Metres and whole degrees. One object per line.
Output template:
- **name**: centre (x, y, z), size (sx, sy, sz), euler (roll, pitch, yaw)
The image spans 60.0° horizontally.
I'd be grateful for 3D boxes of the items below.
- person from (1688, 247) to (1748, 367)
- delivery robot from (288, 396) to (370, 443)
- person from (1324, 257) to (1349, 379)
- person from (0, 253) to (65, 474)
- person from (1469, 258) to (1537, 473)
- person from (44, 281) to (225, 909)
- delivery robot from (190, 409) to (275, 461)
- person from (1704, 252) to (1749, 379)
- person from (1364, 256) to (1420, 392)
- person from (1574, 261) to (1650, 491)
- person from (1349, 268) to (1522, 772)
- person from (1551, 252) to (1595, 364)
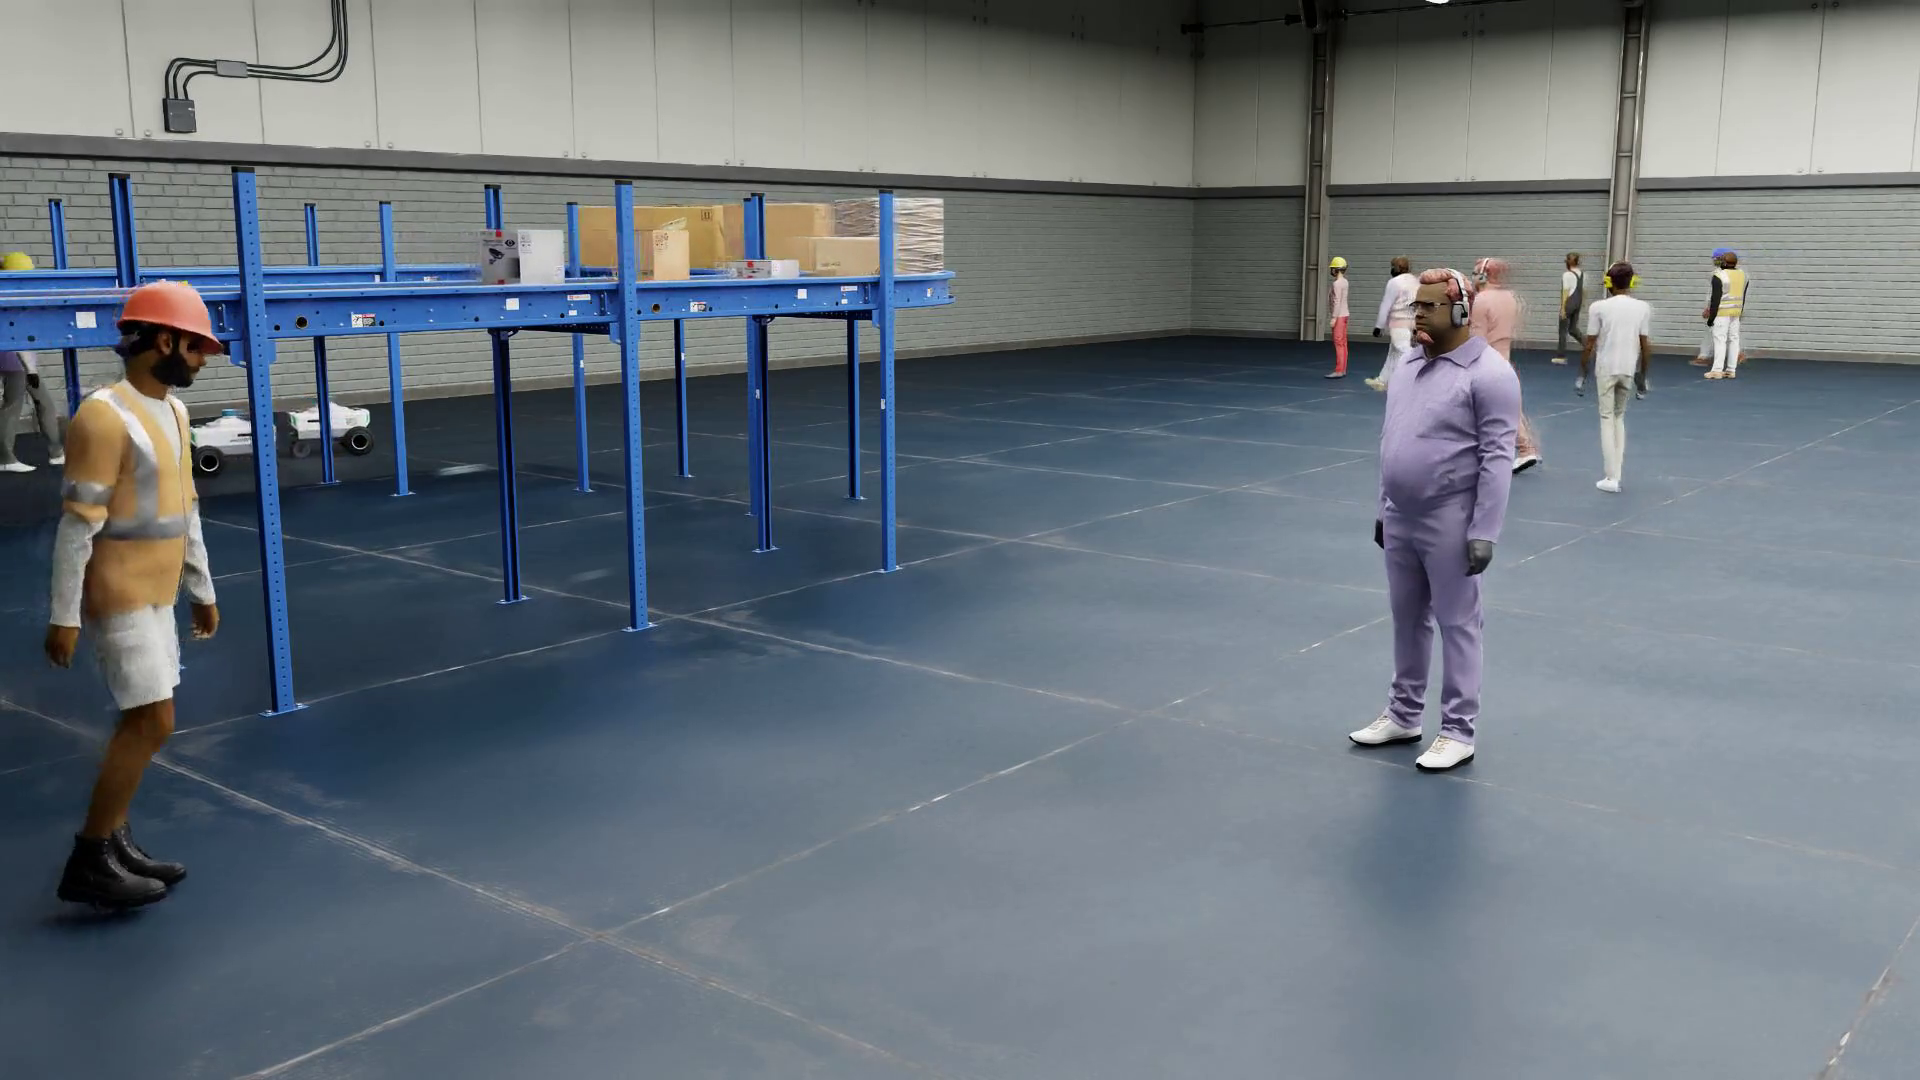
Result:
- **person**: centre (12.162, -3.713, 26.532), size (0.868, 1.918, 0.607), euler (7, 13, 35)
- **delivery robot**: centre (-5.998, -1.124, 15.803), size (0.707, 0.478, 0.477), euler (-5, 12, -28)
- **person**: centre (5.546, -3.263, 24.439), size (0.321, 1.769, 0.523), euler (5, 12, 27)
- **person**: centre (-8.058, -1.535, 14.481), size (0.828, 1.892, 0.622), euler (-4, 11, -23)
- **person**: centre (4.640, -1.526, 14.545), size (0.663, 1.867, 0.981), euler (-8, 13, -39)
- **person**: centre (-2.499, 0.163, 5.100), size (0.535, 1.890, 0.579), euler (-1, 10, -5)
- **delivery robot**: centre (-6.397, -0.901, 14.568), size (0.707, 0.478, 0.477), euler (-7, 13, -35)
- **person**: centre (11.240, -3.301, 24.443), size (0.623, 1.845, 0.430), euler (-4, 11, -21)
- **person**: centre (5.665, -2.786, 21.699), size (0.932, 1.793, 0.639), euler (9, 14, 42)
- **person**: centre (5.293, -1.342, 13.590), size (0.516, 1.849, 0.641), euler (-1, 10, -6)
- **person**: centre (1.820, -0.082, 6.423), size (0.407, 1.910, 0.639), euler (-5, 11, -26)
- **person**: centre (10.025, -3.779, 27.147), size (0.509, 1.831, 0.637), euler (-6, 12, -31)
